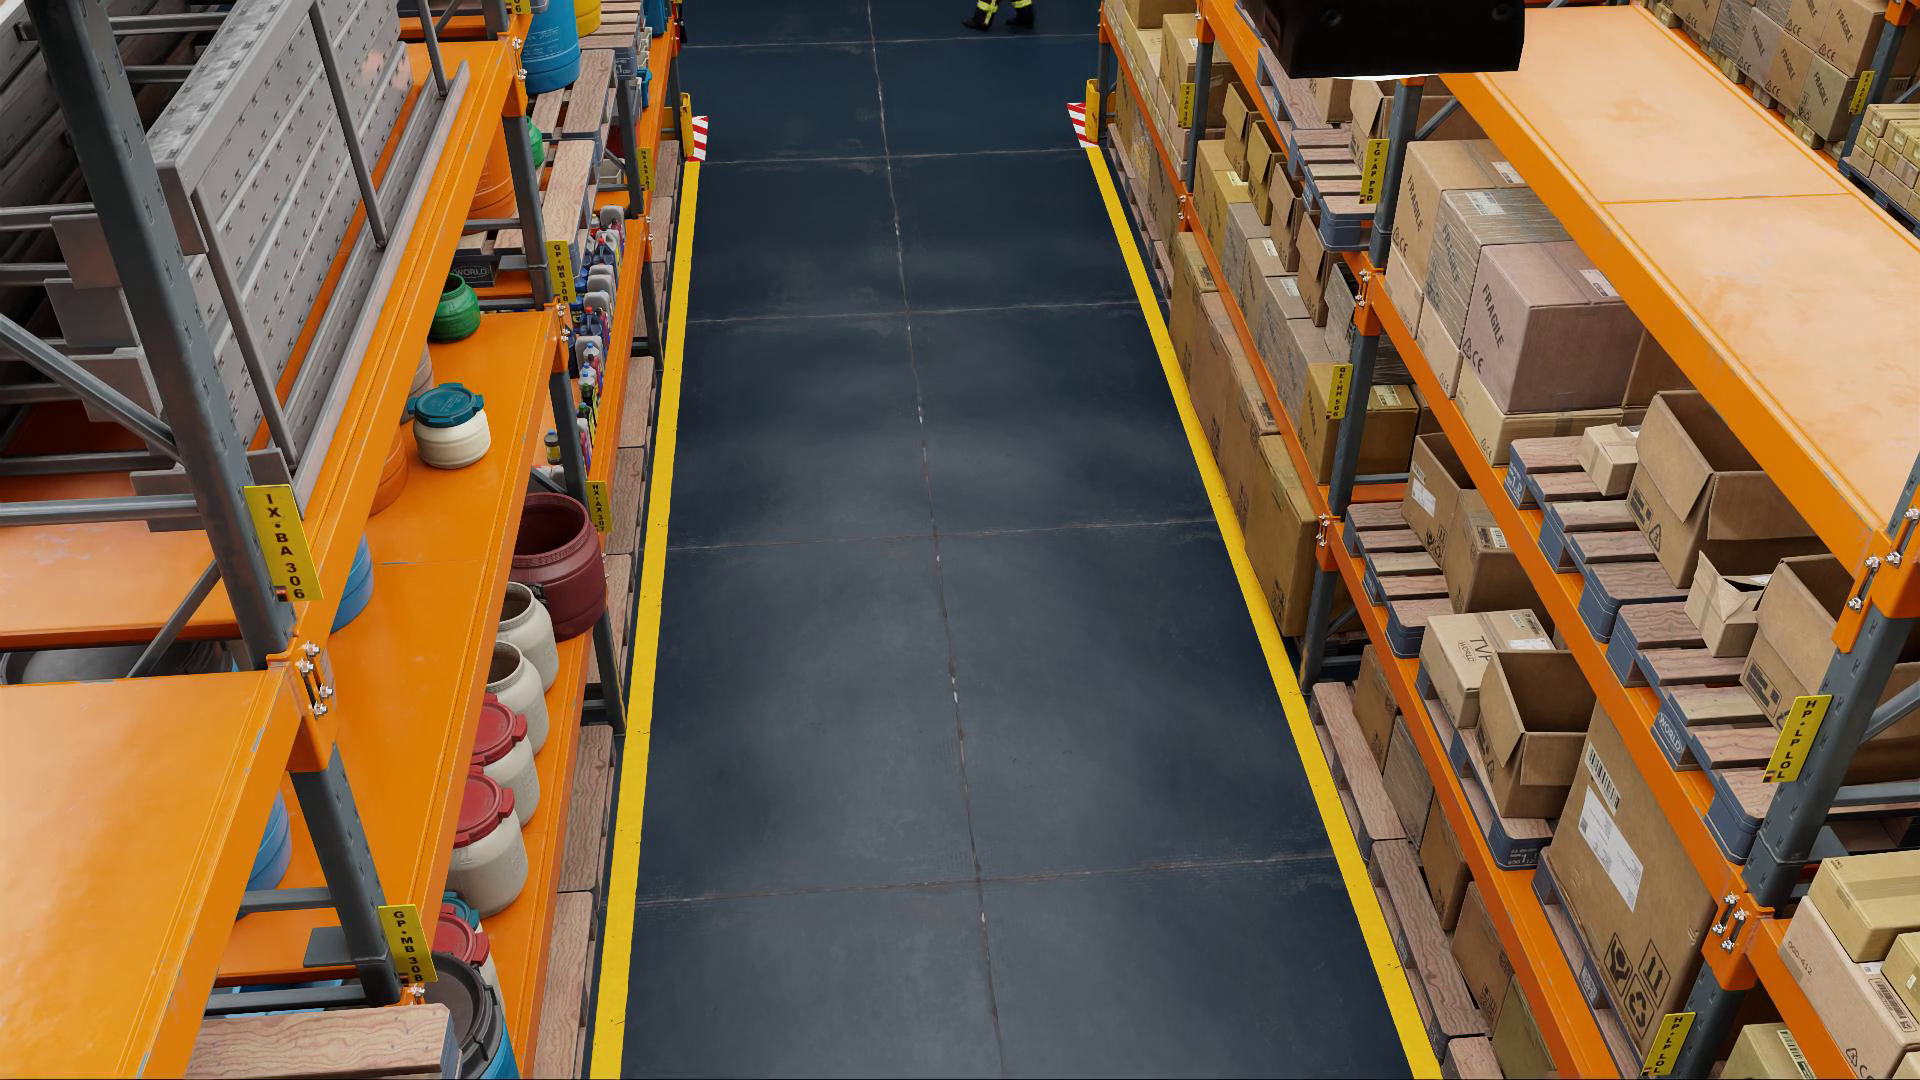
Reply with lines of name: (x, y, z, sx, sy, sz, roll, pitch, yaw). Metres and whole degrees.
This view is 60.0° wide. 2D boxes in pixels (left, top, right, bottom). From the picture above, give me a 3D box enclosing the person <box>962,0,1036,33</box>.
person: (0.588, -6.450, 17.887, 0.929, 1.951, 1.028, 1, 37, 2)
